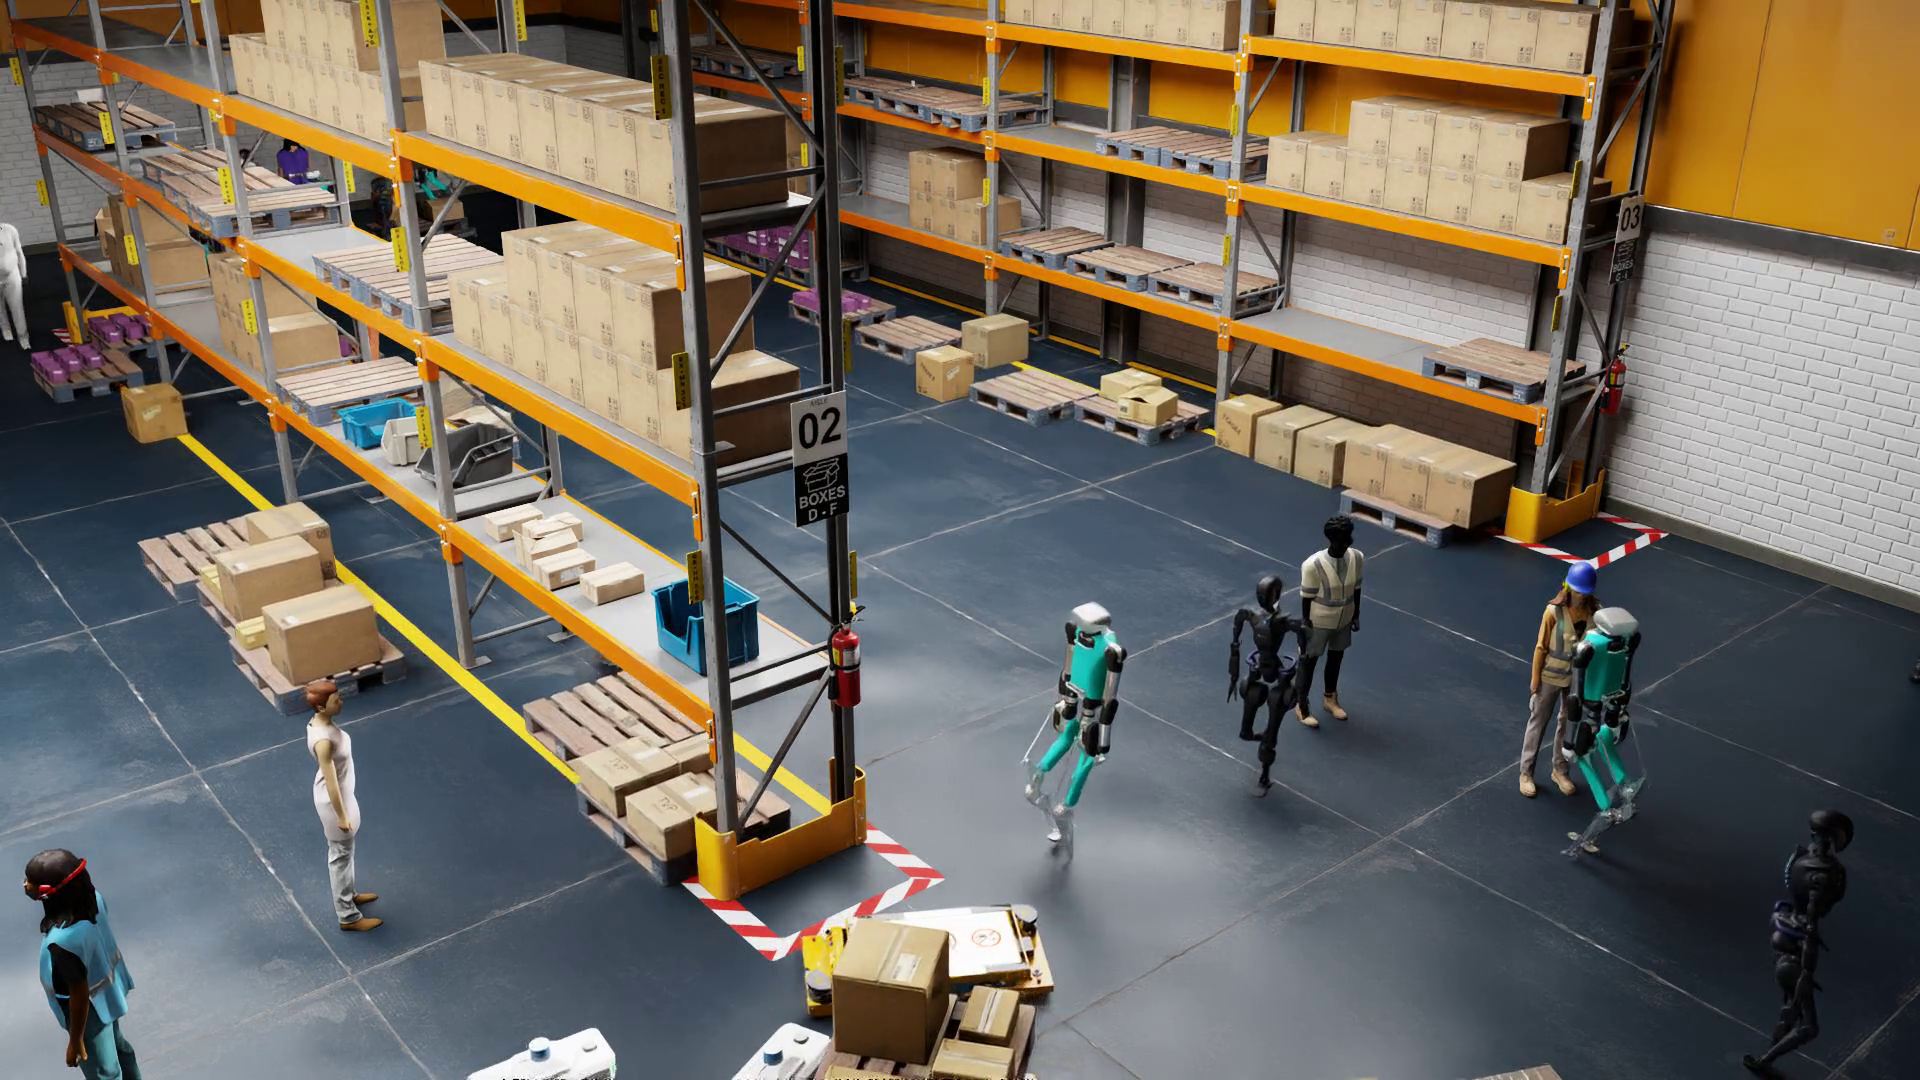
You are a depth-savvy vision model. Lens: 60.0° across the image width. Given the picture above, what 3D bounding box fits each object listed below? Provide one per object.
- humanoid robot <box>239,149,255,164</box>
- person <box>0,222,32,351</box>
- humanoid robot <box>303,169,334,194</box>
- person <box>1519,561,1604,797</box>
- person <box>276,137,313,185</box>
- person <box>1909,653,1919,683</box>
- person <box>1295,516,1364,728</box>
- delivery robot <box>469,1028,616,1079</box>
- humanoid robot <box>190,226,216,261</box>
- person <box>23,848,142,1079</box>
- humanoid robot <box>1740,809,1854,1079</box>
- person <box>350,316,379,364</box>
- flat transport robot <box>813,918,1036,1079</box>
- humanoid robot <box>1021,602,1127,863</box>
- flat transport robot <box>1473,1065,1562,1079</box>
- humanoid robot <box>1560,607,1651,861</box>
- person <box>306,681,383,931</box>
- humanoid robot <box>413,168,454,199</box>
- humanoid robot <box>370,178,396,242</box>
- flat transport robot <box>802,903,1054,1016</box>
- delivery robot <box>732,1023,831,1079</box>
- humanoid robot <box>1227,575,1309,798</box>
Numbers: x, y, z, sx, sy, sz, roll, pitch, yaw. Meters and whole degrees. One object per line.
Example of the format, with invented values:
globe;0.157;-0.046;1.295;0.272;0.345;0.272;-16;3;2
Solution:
humanoid robot;-11.116;-5.328;26.212;0.609;1.639;0.606;18;29;35
person;-12.458;-3.424;21.569;0.659;1.855;0.988;-15;27;-31
humanoid robot;-9.414;-4.538;24.324;0.664;1.807;0.535;21;31;40
person;4.191;0.962;11.510;0.481;1.777;0.315;-2;23;-4
person;-10.550;-5.601;26.517;0.548;1.929;0.407;-11;26;-23
person;7.807;0.260;12.961;0.546;1.924;0.382;14;27;29
person;2.767;0.596;12.465;0.533;1.693;0.320;-9;25;-21
delivery robot;-2.135;2.863;8.676;0.797;0.613;0.499;-15;27;-30
humanoid robot;-10.693;-4.022;23.151;0.719;1.822;0.538;0;23;0
person;-4.297;2.333;8.228;0.391;1.866;0.519;-6;24;-14
humanoid robot;4.462;2.171;8.855;0.346;1.646;0.590;10;25;23
person;-7.183;-2.726;20.080;0.495;1.759;0.335;13;27;28
flat transport robot;-0.108;3.015;8.662;1.431;0.231;0.659;5;24;12
humanoid robot;0.664;1.342;10.814;0.716;1.897;0.550;-15;27;-30
flat transport robot;2.243;3.347;7.894;0.659;0.231;1.431;-6;24;-13
humanoid robot;4.213;1.321;10.705;0.532;1.781;0.608;-13;26;-27
person;-3.794;1.605;10.167;0.271;1.658;0.464;-9;25;-20
humanoid robot;-8.853;-6.091;27.916;0.880;1.778;0.544;9;25;19
humanoid robot;-8.297;-4.413;24.093;0.339;1.649;0.601;-8;25;-18
flat transport robot;-0.205;2.489;9.880;1.431;0.231;0.659;-3;24;-8
delivery robot;-0.950;2.865;8.653;0.499;0.599;0.784;12;26;25
humanoid robot;2.192;0.971;11.635;0.612;1.641;0.486;13;27;28
